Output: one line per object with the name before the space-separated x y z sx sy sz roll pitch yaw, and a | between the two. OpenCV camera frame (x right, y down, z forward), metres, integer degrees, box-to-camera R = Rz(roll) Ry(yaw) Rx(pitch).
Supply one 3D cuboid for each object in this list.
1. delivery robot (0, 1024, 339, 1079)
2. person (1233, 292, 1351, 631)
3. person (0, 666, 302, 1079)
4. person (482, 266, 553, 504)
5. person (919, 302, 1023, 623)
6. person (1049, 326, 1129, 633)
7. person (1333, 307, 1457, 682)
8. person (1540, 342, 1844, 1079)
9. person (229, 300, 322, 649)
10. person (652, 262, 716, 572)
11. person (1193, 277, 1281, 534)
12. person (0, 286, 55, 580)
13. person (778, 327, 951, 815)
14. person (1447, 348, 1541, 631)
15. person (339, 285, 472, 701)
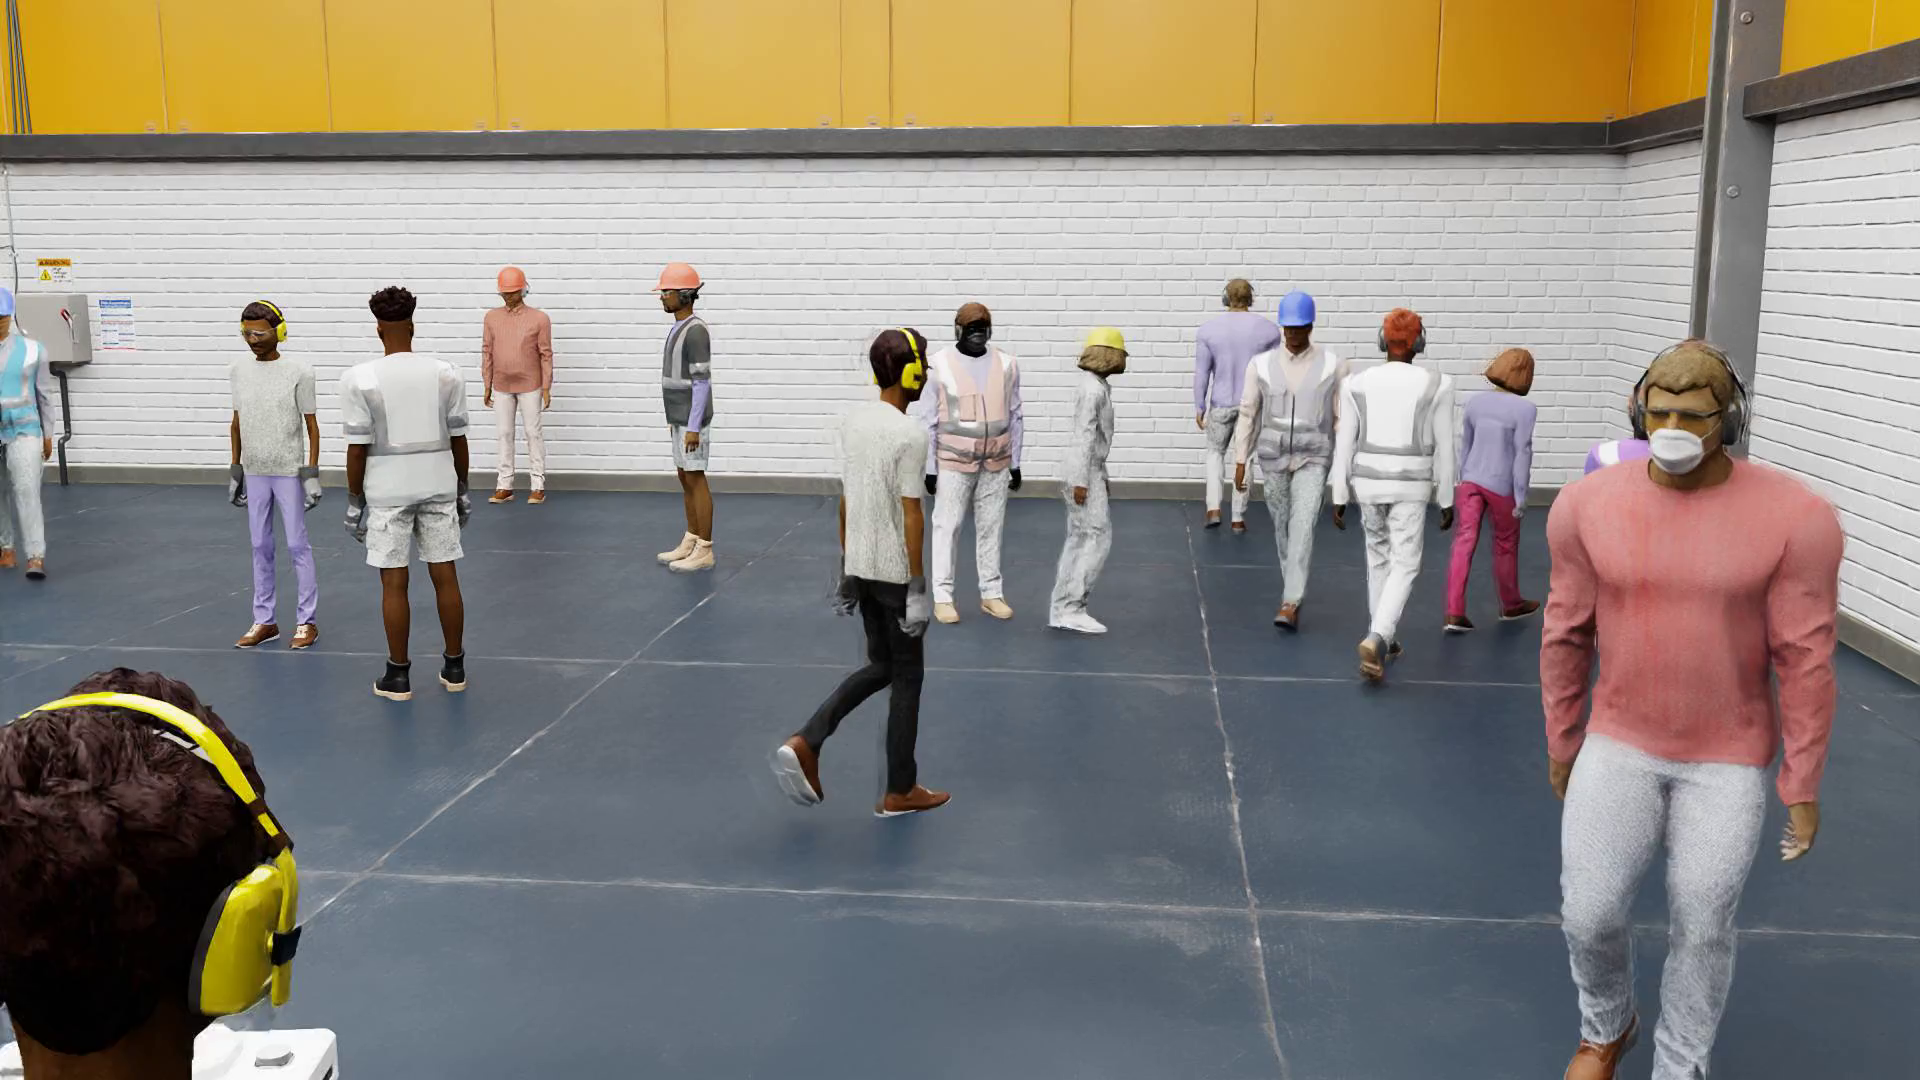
delivery robot | -1.710 1.201 3.516 0.707 0.478 0.477 -1 10 -4
person | 1.894 -0.463 9.511 0.636 1.890 1.012 4 11 21
person | -0.616 0.996 1.330 0.516 1.833 0.878 -2 10 -13
person | -3.715 -1.289 13.940 0.611 1.988 0.391 1 10 7
person | 0.073 -0.440 9.524 0.626 1.839 0.430 -4 11 -22
person | 0.723 -0.347 9.347 0.466 1.697 0.526 0 10 2
person | 2.151 -0.229 8.306 0.592 1.855 0.899 5 11 28
person | 1.648 0.511 3.838 0.644 1.926 0.426 6 11 30
person | -3.663 -0.342 8.880 0.519 1.865 0.328 1 10 7
person | -1.829 -0.809 11.035 0.377 2.045 0.605 -4 11 -21
person | 2.080 -1.006 12.495 0.645 1.923 0.471 2 10 9
person | -6.224 -0.693 10.820 0.612 1.895 0.986 -5 11 -28
person | -0.334 0.143 6.151 0.587 1.850 0.532 -7 12 -37
person | 3.004 -0.283 9.340 0.827 1.575 0.524 -7 12 -37
person | -2.619 -0.219 7.899 0.601 1.958 0.380 -7 12 -34
